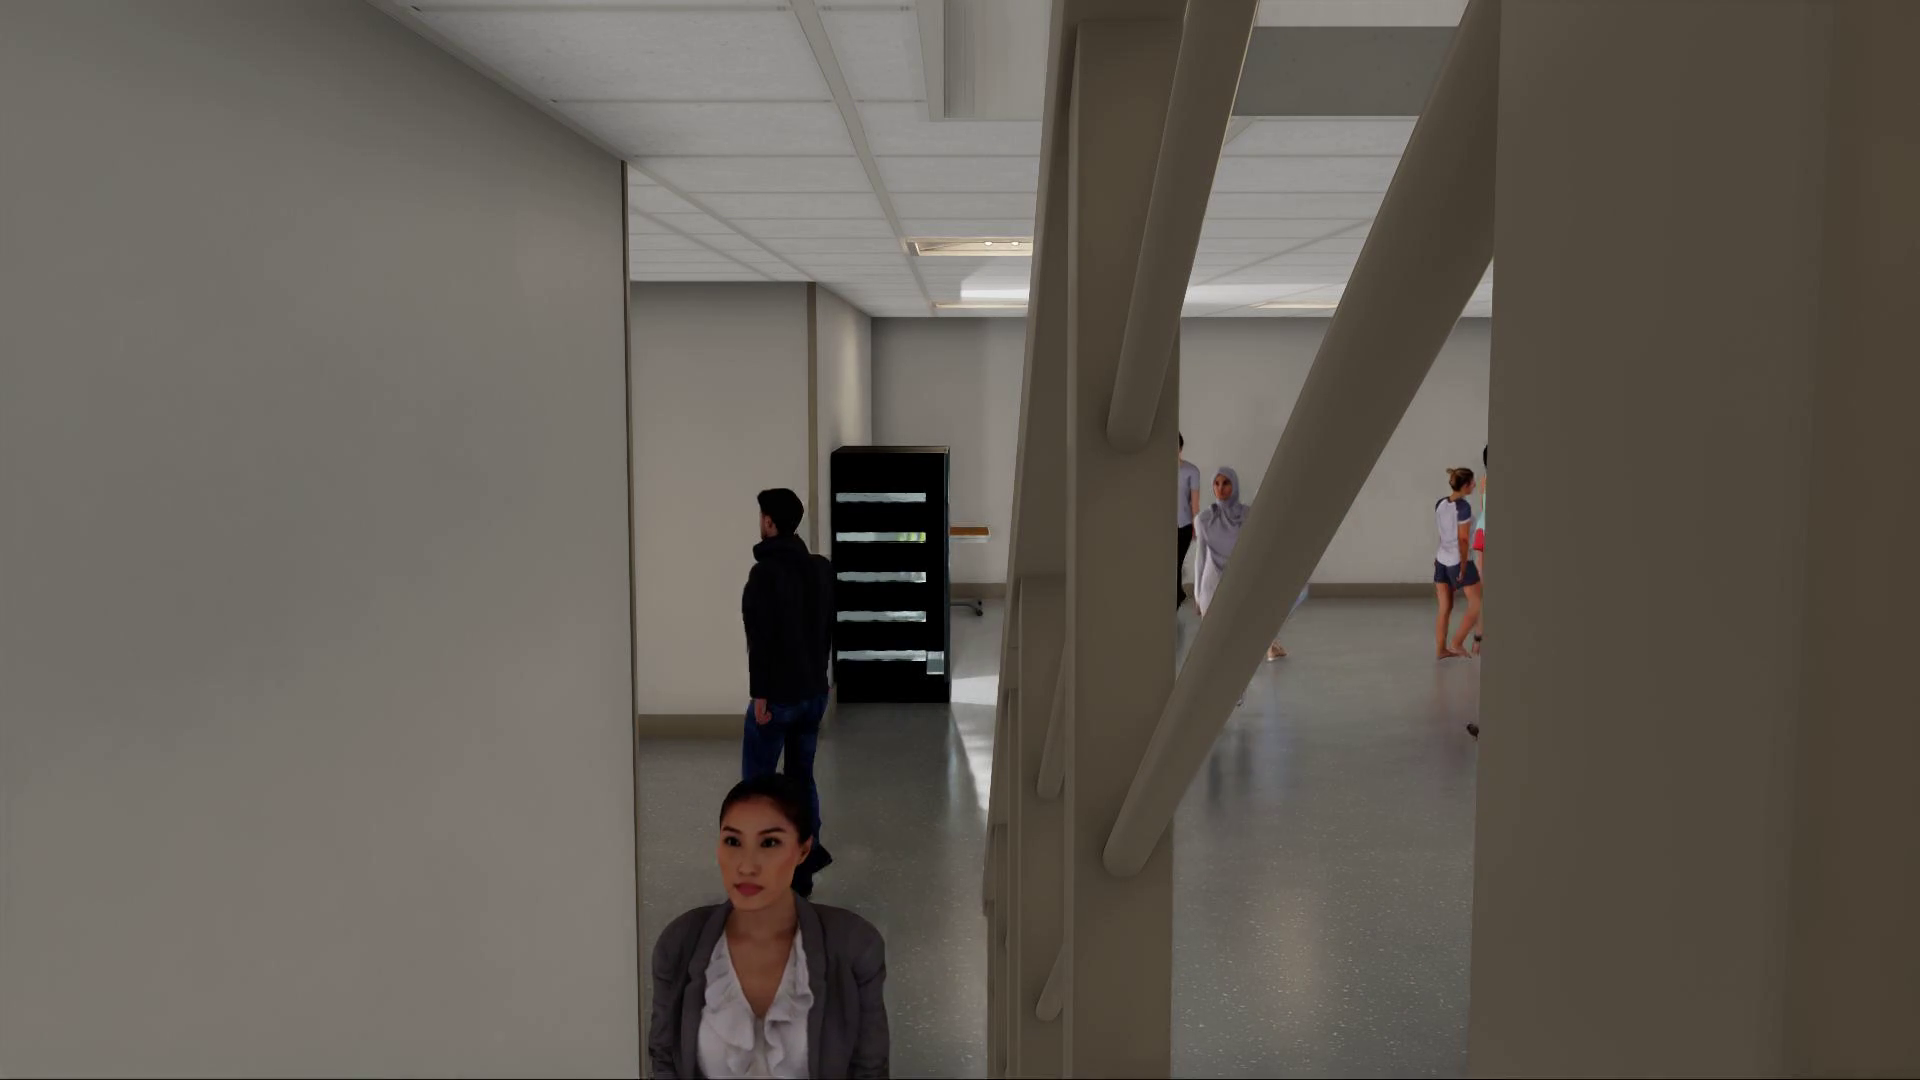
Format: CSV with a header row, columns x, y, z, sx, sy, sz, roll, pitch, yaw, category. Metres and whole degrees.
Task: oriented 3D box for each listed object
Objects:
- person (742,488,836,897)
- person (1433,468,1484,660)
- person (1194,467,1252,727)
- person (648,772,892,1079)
x,y,z,sx,sy,sz,roll,pitch,yaw,category
-0.713,0.709,7.572,0.934,1.879,0.875,5,8,41,person
4.066,0.212,13.850,0.733,1.611,0.644,-3,7,-28,person
1.850,0.389,11.361,0.793,1.758,1.063,2,6,17,person
-0.351,1.255,3.215,0.613,1.665,0.724,0,6,1,person
